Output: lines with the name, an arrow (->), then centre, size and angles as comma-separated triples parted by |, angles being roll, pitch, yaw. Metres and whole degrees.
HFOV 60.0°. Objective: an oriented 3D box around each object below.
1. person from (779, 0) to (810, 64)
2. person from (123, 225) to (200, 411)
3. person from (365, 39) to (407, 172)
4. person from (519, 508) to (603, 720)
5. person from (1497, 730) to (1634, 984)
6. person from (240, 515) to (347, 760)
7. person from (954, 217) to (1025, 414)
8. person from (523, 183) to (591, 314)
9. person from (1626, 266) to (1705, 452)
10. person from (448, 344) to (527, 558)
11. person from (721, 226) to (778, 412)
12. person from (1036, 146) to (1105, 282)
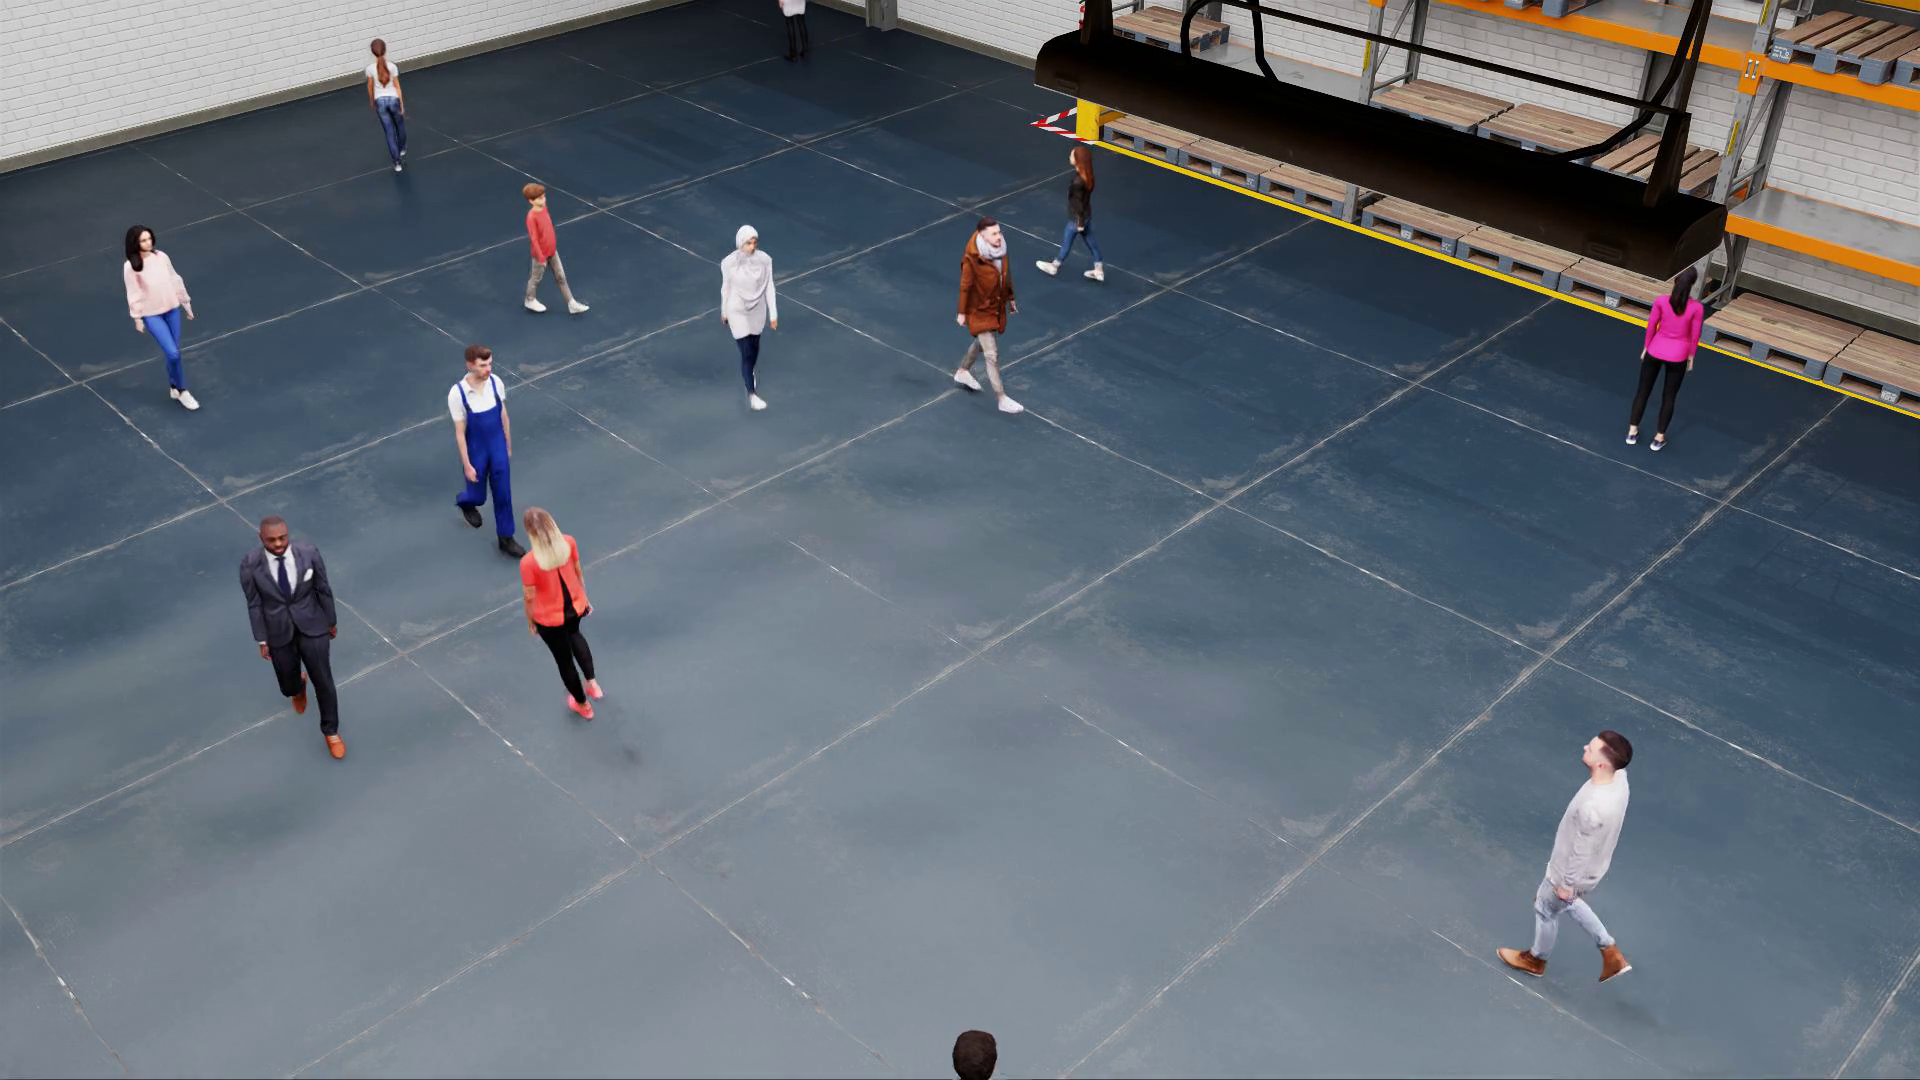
person -> -2.352, -7.678, 23.479 | 0.676, 1.803, 0.643 | -21, 39, -28
person -> -7.284, -2.043, 15.046 | 0.784, 1.755, 0.755 | 18, 38, 25
person -> -6.888, -5.213, 20.027 | 0.873, 1.521, 1.115 | -10, 35, -15
person -> -2.648, 0.545, 11.223 | 0.623, 1.676, 0.602 | -28, 43, -35
person -> 3.490, 1.805, 9.190 | 0.984, 1.829, 0.775 | 22, 39, 29
person -> -4.430, 0.581, 11.055 | 0.892, 1.804, 1.053 | -14, 36, -20
person -> 0.175, -2.075, 15.057 | 1.150, 1.796, 0.795 | 24, 40, 31
person -> -4.234, -2.898, 16.668 | 1.018, 1.382, 0.794 | 12, 35, 17
person -> 6.122, -1.589, 14.412 | 0.583, 1.700, 0.715 | 19, 38, 26
person -> -3.752, -0.723, 12.985 | 0.650, 1.838, 0.976 | -24, 41, -32
person -> -1.956, -2.095, 15.138 | 0.959, 1.740, 1.179 | -7, 34, -10
person -> 1.323, -3.358, 17.310 | 1.044, 1.438, 0.824 | 12, 35, 17
